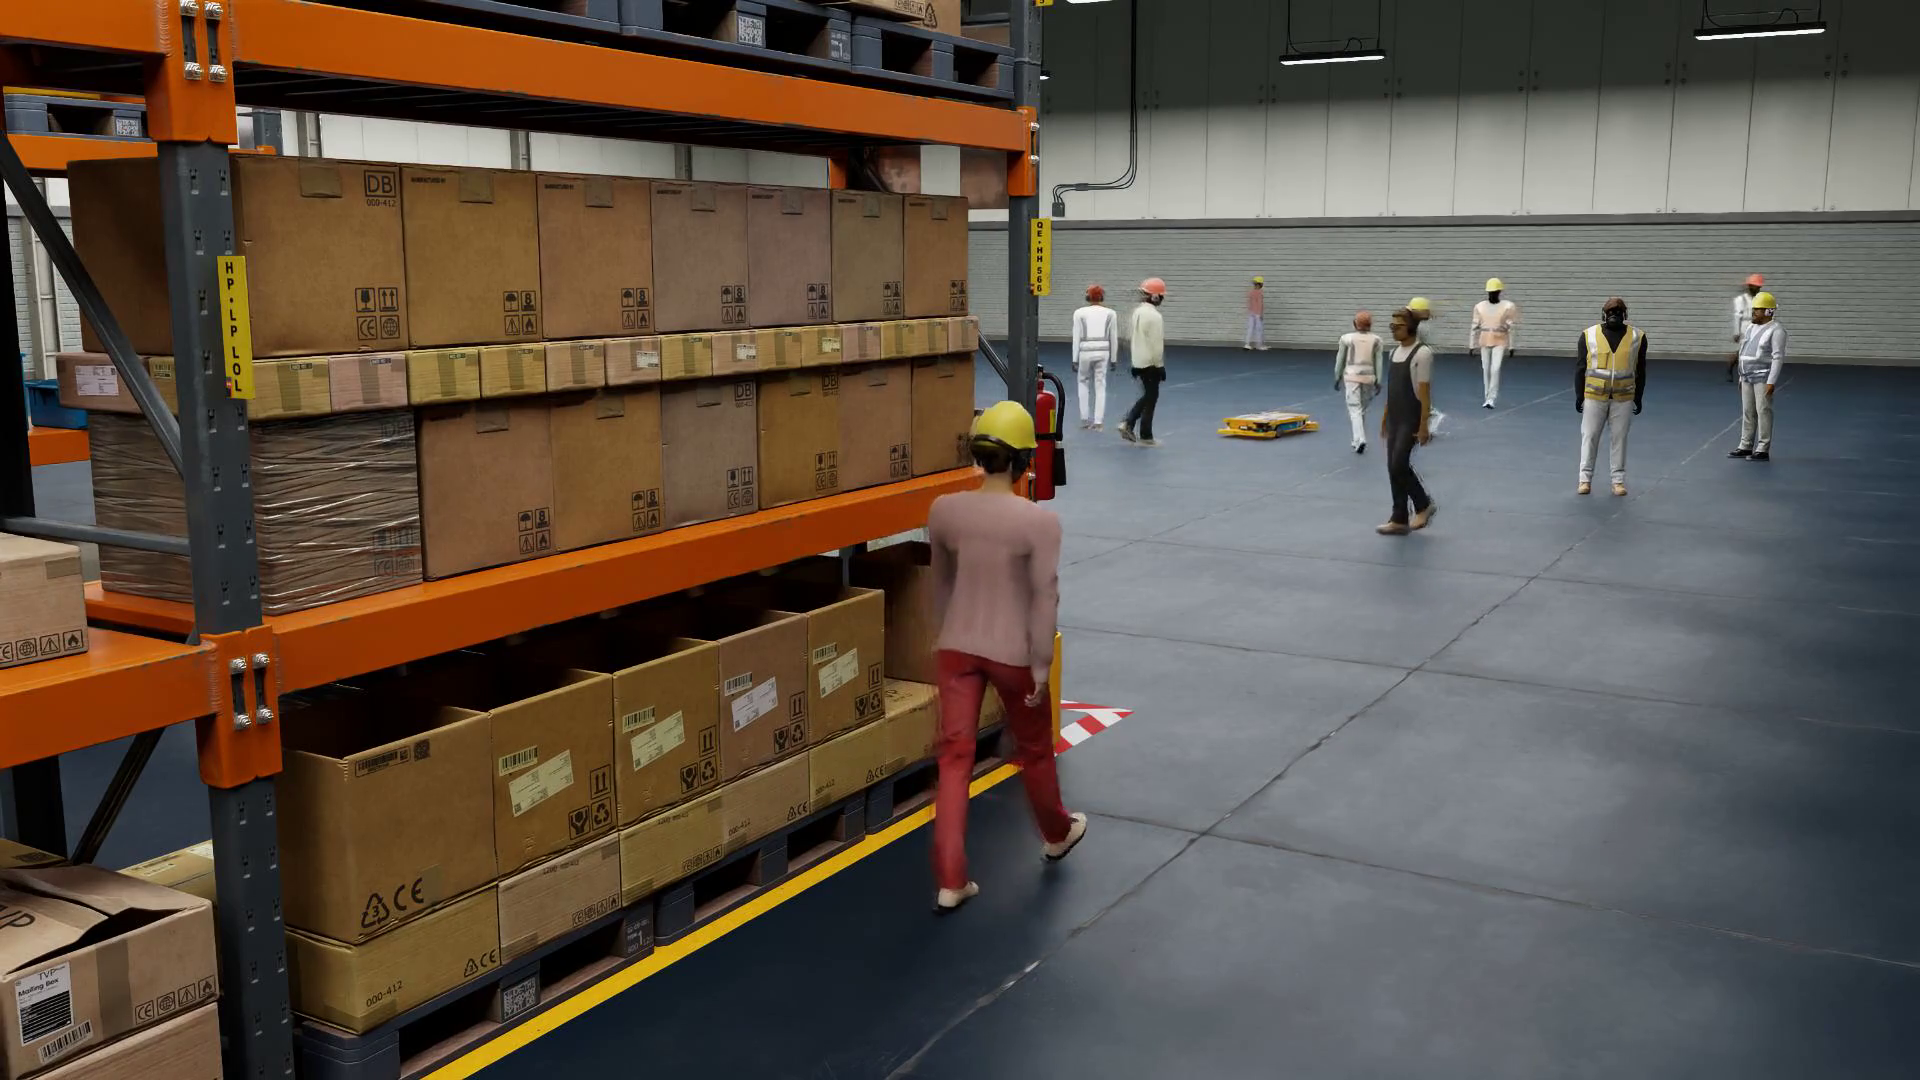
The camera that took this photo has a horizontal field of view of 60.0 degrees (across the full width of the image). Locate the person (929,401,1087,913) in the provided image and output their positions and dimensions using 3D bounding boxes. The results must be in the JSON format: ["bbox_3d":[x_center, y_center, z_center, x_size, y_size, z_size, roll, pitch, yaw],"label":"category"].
[{"bbox_3d":[0.150,0.378,5.852,0.531,1.726,0.893,4,11,24],"label":"person"}]

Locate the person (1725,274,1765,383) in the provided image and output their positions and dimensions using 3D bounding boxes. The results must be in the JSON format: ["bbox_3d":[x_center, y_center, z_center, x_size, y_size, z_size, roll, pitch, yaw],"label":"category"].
[{"bbox_3d":[13.426,-3.566,28.349,0.567,1.923,0.650,-2,10,-12],"label":"person"}]

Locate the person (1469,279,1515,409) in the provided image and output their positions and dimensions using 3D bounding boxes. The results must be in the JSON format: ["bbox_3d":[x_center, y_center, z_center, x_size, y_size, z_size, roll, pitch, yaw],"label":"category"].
[{"bbox_3d":[7.724,-2.847,24.241,0.605,1.889,0.902,6,12,33],"label":"person"}]

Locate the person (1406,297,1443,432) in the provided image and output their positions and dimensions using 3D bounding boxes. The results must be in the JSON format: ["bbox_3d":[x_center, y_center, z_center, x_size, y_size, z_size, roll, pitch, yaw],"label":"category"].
[{"bbox_3d":[5.712,-2.139,20.583,0.550,1.729,0.490,7,12,35],"label":"person"}]

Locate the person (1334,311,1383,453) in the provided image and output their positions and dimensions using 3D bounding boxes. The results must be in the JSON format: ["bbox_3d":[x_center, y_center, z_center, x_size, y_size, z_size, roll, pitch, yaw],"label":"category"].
[{"bbox_3d":[4.572,-1.804,18.973,0.516,1.608,0.799,-1,10,-6],"label":"person"}]

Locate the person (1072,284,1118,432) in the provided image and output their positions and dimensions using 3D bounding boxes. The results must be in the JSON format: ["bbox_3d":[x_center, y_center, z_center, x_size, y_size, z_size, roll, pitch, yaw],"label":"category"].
[{"bbox_3d":[1.710,-2.332,21.305,0.604,1.857,0.748,-1,10,-6],"label":"person"}]

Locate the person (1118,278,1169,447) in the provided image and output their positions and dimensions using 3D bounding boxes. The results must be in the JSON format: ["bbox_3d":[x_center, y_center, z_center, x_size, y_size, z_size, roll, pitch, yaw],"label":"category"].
[{"bbox_3d":[2.199,-2.057,19.372,0.456,1.976,0.605,-3,10,-16],"label":"person"}]

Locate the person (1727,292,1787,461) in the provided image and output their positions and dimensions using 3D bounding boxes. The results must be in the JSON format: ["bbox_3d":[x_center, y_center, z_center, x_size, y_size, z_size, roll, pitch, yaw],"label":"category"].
[{"bbox_3d":[8.699,-1.775,18.141,0.404,1.833,0.590,-2,10,-11],"label":"person"}]

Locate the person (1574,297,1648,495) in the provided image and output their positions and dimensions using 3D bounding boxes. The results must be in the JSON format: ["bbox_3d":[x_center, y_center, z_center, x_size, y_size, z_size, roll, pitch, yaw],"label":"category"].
[{"bbox_3d":[6.072,-1.338,15.556,0.625,1.844,0.429,3,10,15],"label":"person"}]

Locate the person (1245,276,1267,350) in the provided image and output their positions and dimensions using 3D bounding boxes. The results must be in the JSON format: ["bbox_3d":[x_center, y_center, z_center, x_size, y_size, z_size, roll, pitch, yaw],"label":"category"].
[{"bbox_3d":[7.055,-5.392,39.553,0.358,1.775,0.535,-4,10,-22],"label":"person"}]

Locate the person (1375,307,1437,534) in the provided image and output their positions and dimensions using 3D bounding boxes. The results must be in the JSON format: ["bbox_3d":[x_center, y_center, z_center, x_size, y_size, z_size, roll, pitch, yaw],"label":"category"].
[{"bbox_3d":[3.534,-0.939,13.252,0.420,1.827,0.533,-3,10,-17],"label":"person"}]

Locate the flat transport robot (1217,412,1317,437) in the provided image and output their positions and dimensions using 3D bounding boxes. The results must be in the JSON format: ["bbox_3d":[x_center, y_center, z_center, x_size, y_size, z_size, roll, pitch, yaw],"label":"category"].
[{"bbox_3d":[3.858,-1.453,20.820,0.652,0.197,1.431,8,12,38],"label":"flat transport robot"}]

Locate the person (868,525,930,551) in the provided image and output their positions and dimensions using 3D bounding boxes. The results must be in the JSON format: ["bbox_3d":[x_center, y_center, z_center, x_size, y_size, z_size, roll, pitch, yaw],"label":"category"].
[{"bbox_3d":[-0.423,-0.544,11.645,0.850,1.602,0.505,-2,10,-9],"label":"person"}]
